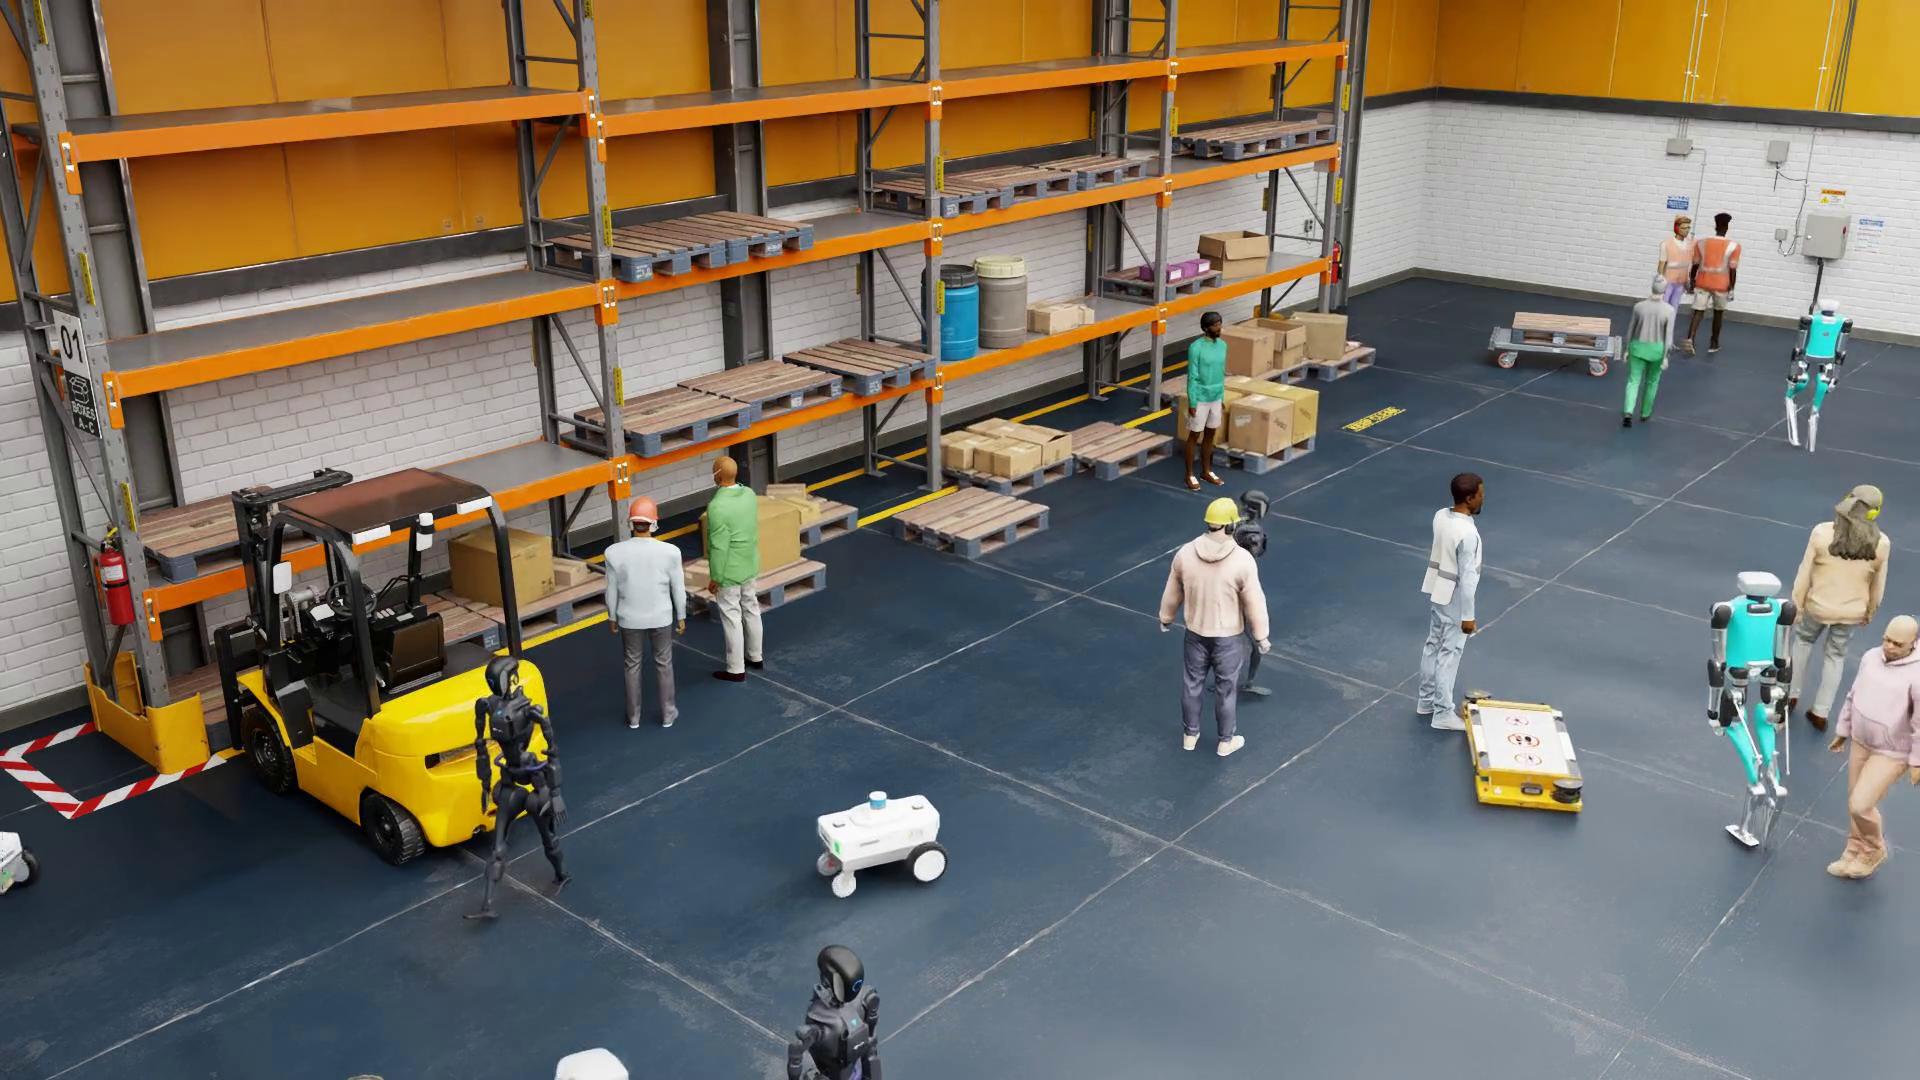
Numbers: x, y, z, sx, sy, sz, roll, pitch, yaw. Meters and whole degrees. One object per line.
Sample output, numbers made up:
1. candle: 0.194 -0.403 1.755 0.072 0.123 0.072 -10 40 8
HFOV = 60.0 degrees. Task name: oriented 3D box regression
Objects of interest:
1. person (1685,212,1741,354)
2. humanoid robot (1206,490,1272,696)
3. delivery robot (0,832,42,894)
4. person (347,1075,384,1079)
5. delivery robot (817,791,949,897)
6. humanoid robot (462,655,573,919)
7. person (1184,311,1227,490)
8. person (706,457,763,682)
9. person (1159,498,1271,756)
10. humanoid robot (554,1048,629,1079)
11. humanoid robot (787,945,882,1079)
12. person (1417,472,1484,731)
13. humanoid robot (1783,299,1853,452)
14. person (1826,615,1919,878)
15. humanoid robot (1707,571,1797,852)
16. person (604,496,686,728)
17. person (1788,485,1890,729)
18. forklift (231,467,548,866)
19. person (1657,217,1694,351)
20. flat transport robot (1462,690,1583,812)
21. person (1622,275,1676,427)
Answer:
1. person: 10.172 -3.455 22.522 0.635 1.932 0.821 14 24 32
2. humanoid robot: 2.116 0.392 12.463 0.455 1.646 0.613 -2 20 -5
3. delivery robot: -5.980 1.931 9.893 0.765 0.585 0.499 2 20 6
4. person: -1.994 2.693 5.846 0.626 1.940 0.372 -7 21 -19
5. delivery robot: -0.483 1.827 10.193 0.798 0.598 0.499 -9 22 -23
6. humanoid robot: -2.563 1.450 9.648 0.609 1.625 0.773 7 22 19
7. person: 2.536 -1.457 17.212 0.491 1.854 0.397 -13 24 -31
8. person: -1.742 0.217 12.772 0.384 1.778 0.550 11 23 28
9. person: 1.758 0.614 11.587 0.798 1.861 0.430 10 22 25
10. humanoid robot: -1.150 2.633 6.302 0.705 1.804 0.539 -18 27 -41
11. humanoid robot: -0.609 2.399 7.025 0.474 1.630 0.584 15 25 34
12. person: 3.548 0.431 12.000 0.393 1.922 0.588 -2 20 -7
13. humanoid robot: 9.406 -1.790 18.422 0.536 1.878 0.732 5 21 13
14. person: 5.508 1.257 9.979 0.490 1.764 0.564 -6 21 -15
15. humanoid robot: 4.986 1.183 10.384 0.544 1.872 0.781 -1 20 -4
16. person: -2.257 0.527 12.000 0.573 1.739 0.348 -3 20 -8
17. person: 6.323 0.446 12.039 0.584 1.848 0.663 7 21 19
18. forklift: -3.730 0.710 10.856 2.313 2.155 1.214 17 26 38
19. person: 9.734 -3.499 22.753 0.563 1.847 0.389 -9 22 -23
20. flat transport robot: 3.902 1.458 11.601 0.659 0.231 1.431 4 21 11
21. person: 7.970 -2.196 19.278 0.522 1.810 0.831 11 23 27
